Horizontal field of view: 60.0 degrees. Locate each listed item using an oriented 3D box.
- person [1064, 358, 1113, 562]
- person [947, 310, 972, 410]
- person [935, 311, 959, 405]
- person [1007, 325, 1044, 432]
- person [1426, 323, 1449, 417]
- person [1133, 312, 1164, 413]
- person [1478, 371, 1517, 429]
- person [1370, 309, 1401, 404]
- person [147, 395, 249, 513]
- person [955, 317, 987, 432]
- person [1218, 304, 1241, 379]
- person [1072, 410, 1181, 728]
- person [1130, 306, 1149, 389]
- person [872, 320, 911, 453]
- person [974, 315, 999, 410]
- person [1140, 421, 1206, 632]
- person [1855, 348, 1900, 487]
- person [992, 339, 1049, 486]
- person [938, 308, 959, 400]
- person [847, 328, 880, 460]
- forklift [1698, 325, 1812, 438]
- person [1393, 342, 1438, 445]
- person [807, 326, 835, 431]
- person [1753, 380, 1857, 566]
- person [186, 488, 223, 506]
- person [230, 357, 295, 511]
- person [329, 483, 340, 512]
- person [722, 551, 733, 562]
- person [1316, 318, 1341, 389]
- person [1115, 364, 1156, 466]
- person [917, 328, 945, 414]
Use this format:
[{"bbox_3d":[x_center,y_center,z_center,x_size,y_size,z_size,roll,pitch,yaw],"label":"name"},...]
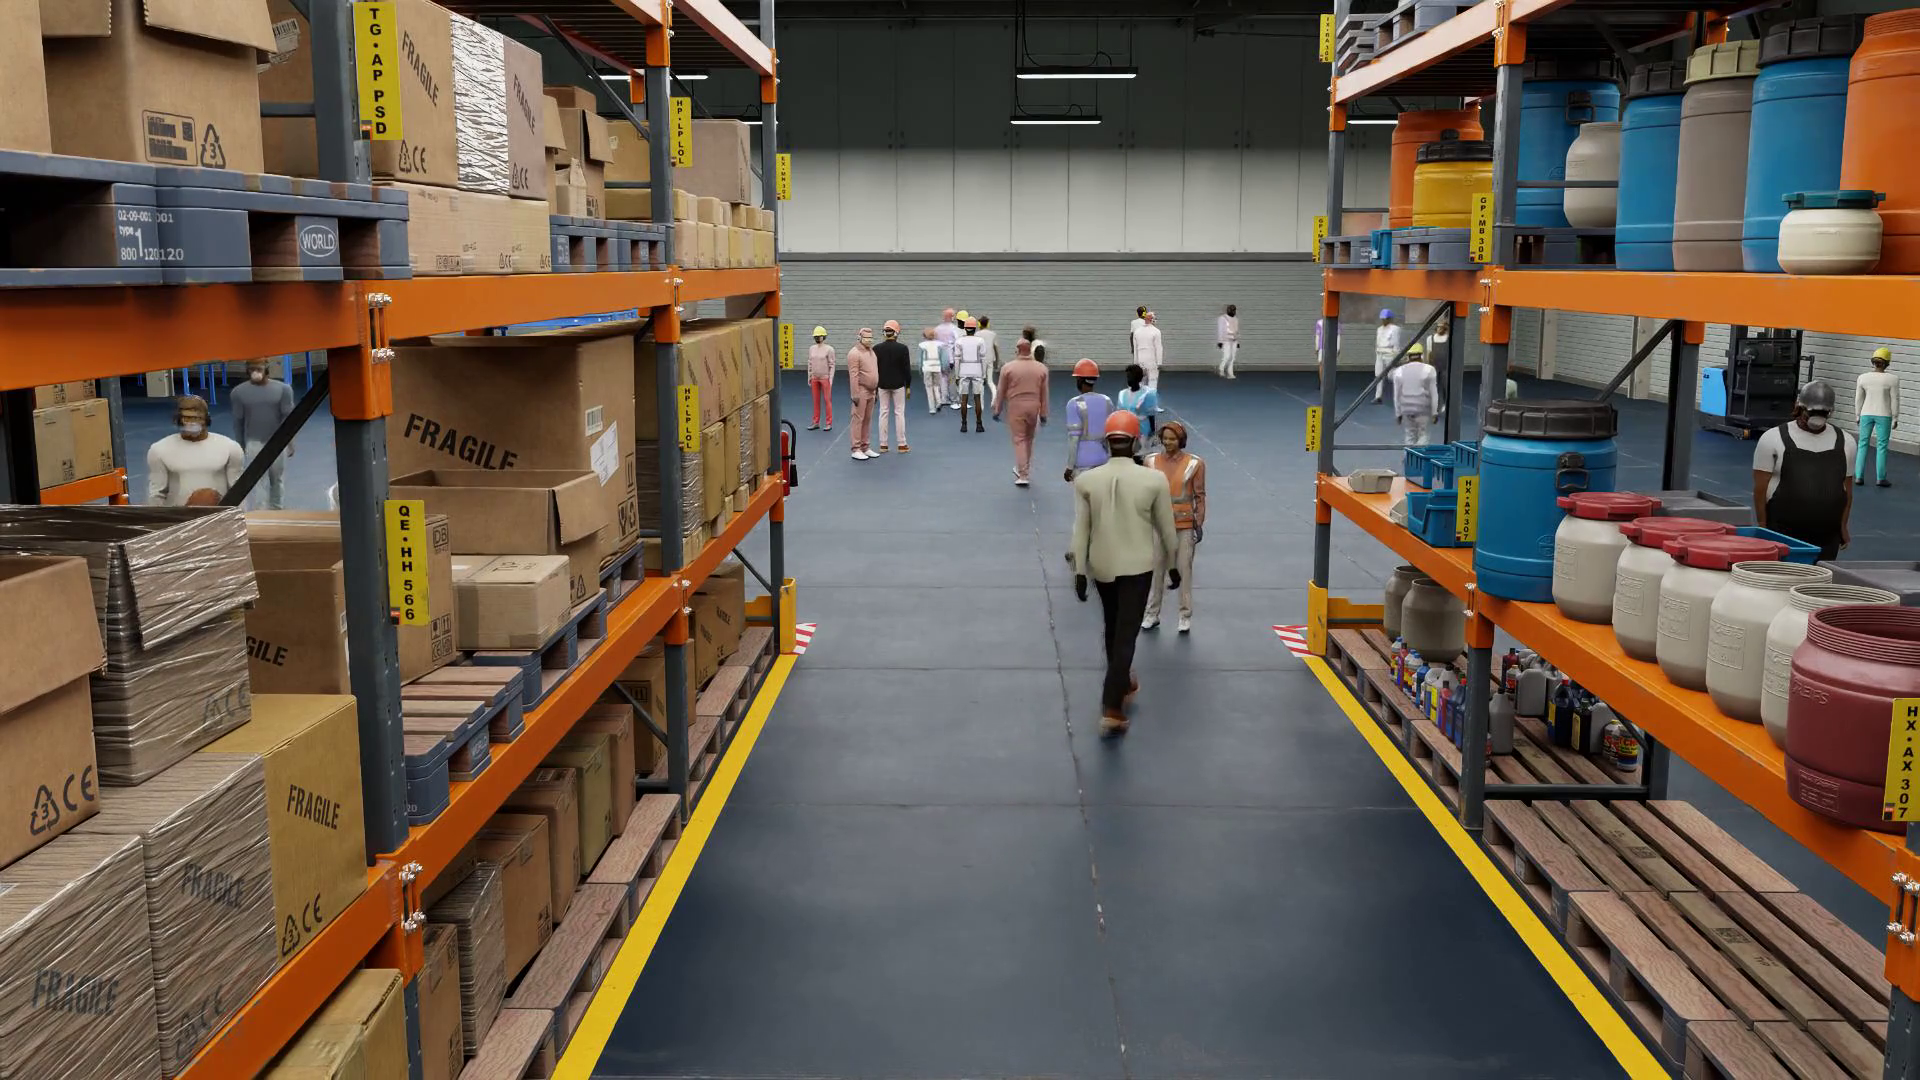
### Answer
[{"bbox_3d":[1.208,-0.765,15.935,0.547,1.938,0.377,-7,12,-38],"label":"person"},{"bbox_3d":[0.020,-3.522,32.511,0.585,1.918,0.379,-9,13,-42],"label":"person"},{"bbox_3d":[-0.189,-3.667,33.481,0.648,1.890,0.507,6,11,32],"label":"person"},{"bbox_3d":[1.091,-2.692,27.848,0.708,1.813,0.649,-7,12,-37],"label":"person"},{"bbox_3d":[8.938,-3.215,30.945,0.515,1.830,0.706,4,10,23],"label":"person"},{"bbox_3d":[3.630,-3.400,31.809,0.404,1.911,0.636,-9,13,-43],"label":"person"},{"bbox_3d":[7.075,-1.588,21.915,0.533,1.585,0.853,0,9,2],"label":"person"},{"bbox_3d":[8.693,-3.728,33.722,0.751,1.923,0.617,-6,11,-33],"label":"person"},{"bbox_3d":[-5.369,-0.055,11.769,0.653,1.937,0.426,-4,10,-22],"label":"person"},{"bbox_3d":[0.182,-2.797,28.102,0.542,1.939,0.361,1,10,6],"label":"person"},{"bbox_3d":[6.631,-4.869,40.837,0.653,1.829,0.443,-6,11,-34],"label":"person"},{"bbox_3d":[1.017,0.166,10.378,0.627,1.946,1.038,5,11,26],"label":"person"},{"bbox_3d":[4.085,-4.346,37.592,0.532,1.868,0.310,9,13,42],"label":"person"},{"bbox_3d":[-1.022,-2.316,25.079,0.610,1.986,0.393,3,10,15],"label":"person"},{"bbox_3d":[0.523,-3.431,32.210,0.538,1.845,0.637,-4,10,-22],"label":"person"},{"bbox_3d":[1.640,-0.107,12.896,0.523,1.636,0.311,4,10,21],"label":"person"},{"bbox_3d":[11.734,-1.572,21.287,0.308,1.769,0.525,-9,13,-42],"label":"person"},{"bbox_3d":[0.774,-1.660,21.527,0.664,1.863,0.982,-3,10,-19],"label":"person"},{"bbox_3d":[-0.247,-3.843,34.444,0.558,1.918,0.765,8,13,41],"label":"person"},{"bbox_3d":[-1.381,-2.137,24.260,0.401,1.904,0.641,5,11,26],"label":"person"},{"bbox_3d":[13.248,-3.165,27.620,1.129,2.768,1.873,0,9,1],"label":"forklift"},{"bbox_3d":[6.035,-1.714,22.026,0.620,1.806,0.494,7,12,36],"label":"person"},{"bbox_3d":[-2.375,-2.754,28.357,0.524,1.770,0.315,5,11,29],"label":"person"},{"bbox_3d":[6.037,-0.117,11.876,0.680,2.000,0.537,1,10,8],"label":"person"},{"bbox_3d":[-4.192,0.495,9.434,0.500,1.589,0.855,3,10,20],"label":"person"},{"bbox_3d":[-7.374,-1.020,17.644,0.632,1.889,1.009,-4,10,-21],"label":"person"},{"bbox_3d":[-3.525,0.257,10.026,0.599,1.865,0.548,2,10,10],"label":"person"},{"bbox_3d":[-2.092,-0.328,13.679,0.565,1.827,0.629,-9,13,-42],"label":"person"},{"bbox_3d":[8.311,-4.369,37.534,0.551,1.932,0.378,3,10,16],"label":"person"},{"bbox_3d":[2.011,-1.242,19.628,0.872,1.644,0.552,-8,13,-40],"label":"person"},{"bbox_3d":[-0.557,-3.188,31.365,0.528,1.617,0.413,-4,10,-21],"label":"person"}]
